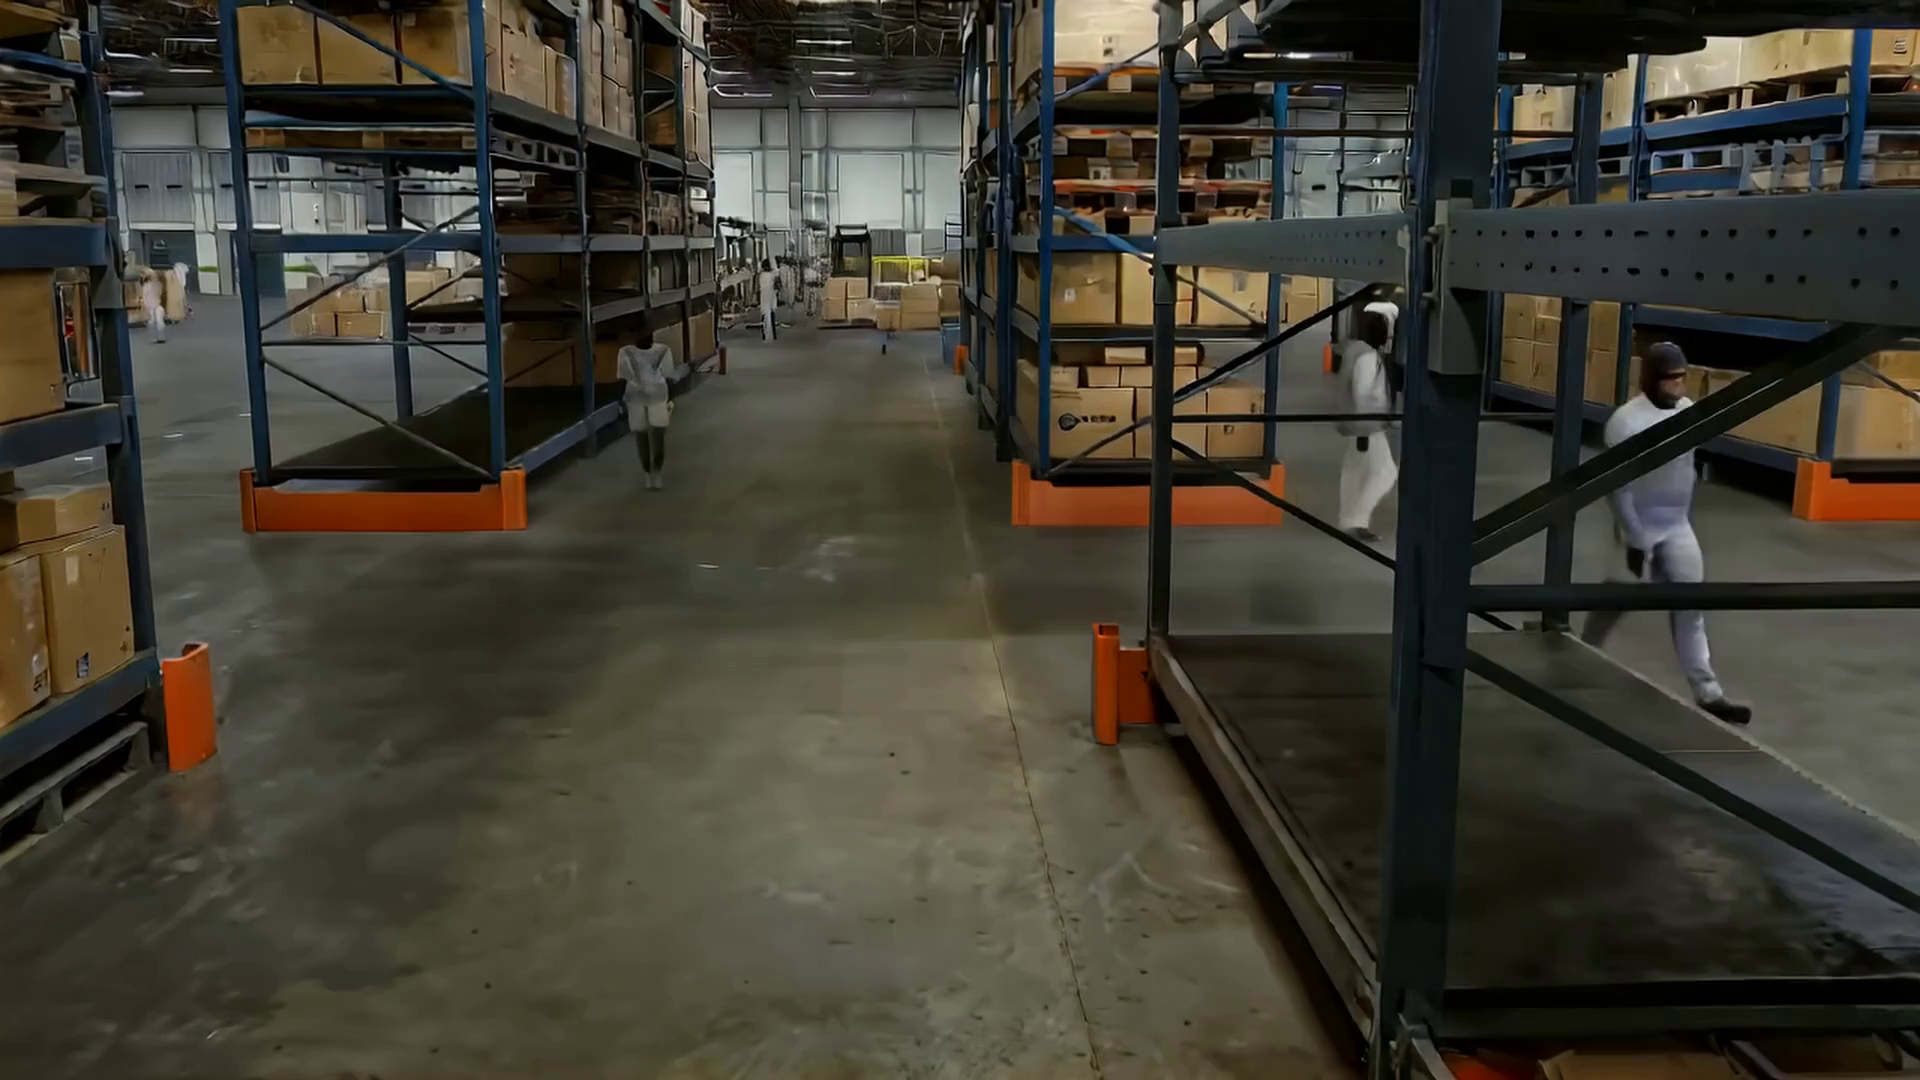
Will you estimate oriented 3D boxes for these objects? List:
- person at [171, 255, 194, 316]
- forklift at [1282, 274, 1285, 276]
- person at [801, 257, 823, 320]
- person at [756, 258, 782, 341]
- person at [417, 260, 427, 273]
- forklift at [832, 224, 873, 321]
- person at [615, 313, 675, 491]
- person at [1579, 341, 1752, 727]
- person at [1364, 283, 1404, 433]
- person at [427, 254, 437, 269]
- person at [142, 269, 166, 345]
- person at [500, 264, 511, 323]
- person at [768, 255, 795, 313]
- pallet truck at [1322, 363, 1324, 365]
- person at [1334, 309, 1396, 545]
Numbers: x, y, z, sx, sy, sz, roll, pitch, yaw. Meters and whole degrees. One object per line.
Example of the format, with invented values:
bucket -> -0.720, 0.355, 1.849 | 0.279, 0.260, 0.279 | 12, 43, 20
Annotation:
person -> -24.581, -8.027, 52.515 | 0.457, 1.926, 0.629 | 5, 11, 26
forklift -> 12.135, -10.836, 65.485 | 1.129, 2.768, 1.873 | 0, 10, -2
person -> -4.501, -7.610, 50.356 | 0.611, 1.875, 1.004 | -6, 12, -32
person -> -4.539, -5.706, 39.451 | 0.613, 1.963, 0.361 | 2, 10, 8
person -> -14.944, -6.804, 45.958 | 0.877, 1.841, 0.525 | -8, 13, -38
forklift -> -3.089, -7.639, 47.675 | 1.129, 2.768, 1.873 | 0, 10, -2
person -> -2.964, -1.282, 15.593 | 0.546, 1.671, 0.569 | 0, 10, 0
person -> 3.389, -0.028, 8.123 | 0.633, 1.879, 1.029 | -5, 11, -26
person -> 5.209, -2.266, 20.418 | 0.392, 1.922, 0.591 | -9, 13, -40
person -> -17.181, -8.332, 54.178 | 0.370, 1.934, 0.627 | -8, 13, -38
person -> -18.237, -5.262, 37.626 | 0.532, 1.740, 0.429 | 4, 11, 22
person -> -9.050, -4.619, 33.615 | 0.571, 1.883, 0.868 | -9, 13, -40
person -> -5.899, -8.453, 54.969 | 0.905, 1.899, 0.588 | 1, 10, 7
pallet truck -> 7.712, -4.157, 30.737 | 1.885, 1.965, 0.823 | 3, 11, 16
person -> 3.130, -0.856, 12.815 | 0.481, 1.827, 0.658 | 1, 10, 3
